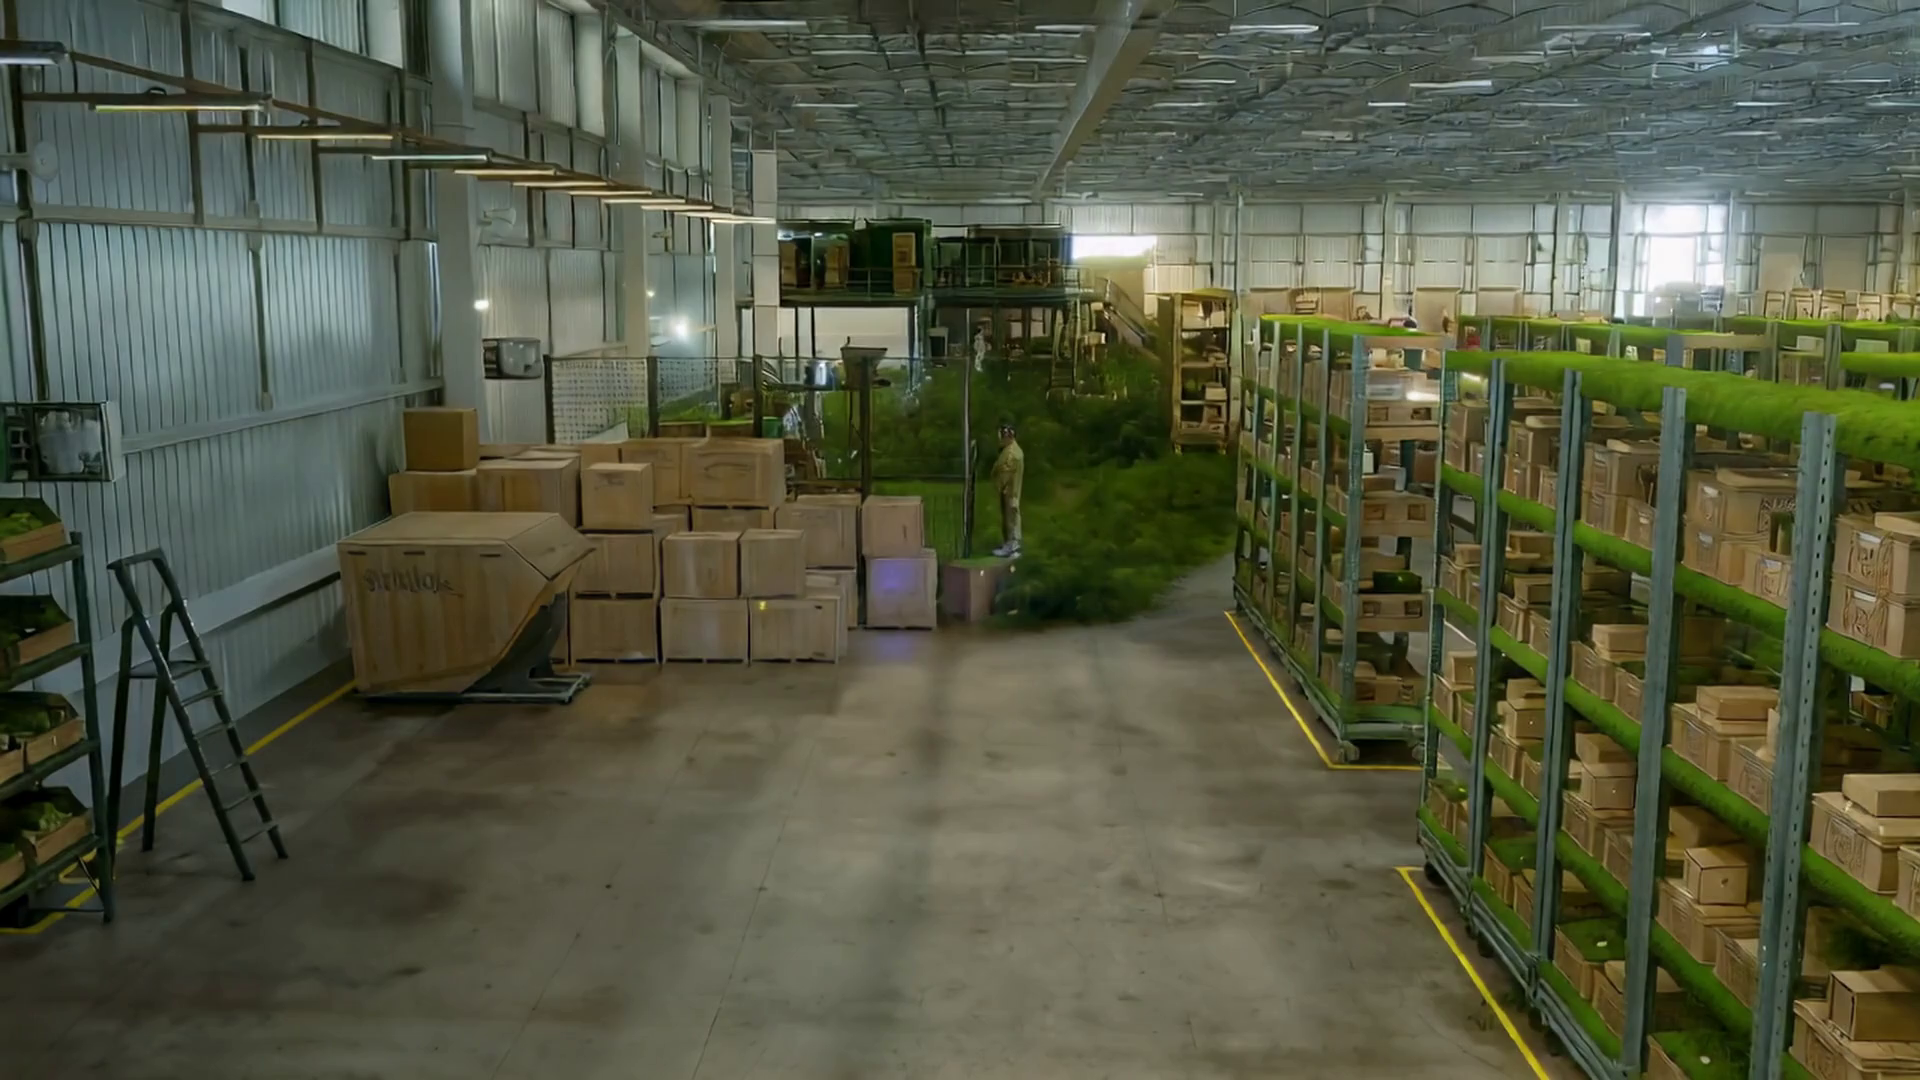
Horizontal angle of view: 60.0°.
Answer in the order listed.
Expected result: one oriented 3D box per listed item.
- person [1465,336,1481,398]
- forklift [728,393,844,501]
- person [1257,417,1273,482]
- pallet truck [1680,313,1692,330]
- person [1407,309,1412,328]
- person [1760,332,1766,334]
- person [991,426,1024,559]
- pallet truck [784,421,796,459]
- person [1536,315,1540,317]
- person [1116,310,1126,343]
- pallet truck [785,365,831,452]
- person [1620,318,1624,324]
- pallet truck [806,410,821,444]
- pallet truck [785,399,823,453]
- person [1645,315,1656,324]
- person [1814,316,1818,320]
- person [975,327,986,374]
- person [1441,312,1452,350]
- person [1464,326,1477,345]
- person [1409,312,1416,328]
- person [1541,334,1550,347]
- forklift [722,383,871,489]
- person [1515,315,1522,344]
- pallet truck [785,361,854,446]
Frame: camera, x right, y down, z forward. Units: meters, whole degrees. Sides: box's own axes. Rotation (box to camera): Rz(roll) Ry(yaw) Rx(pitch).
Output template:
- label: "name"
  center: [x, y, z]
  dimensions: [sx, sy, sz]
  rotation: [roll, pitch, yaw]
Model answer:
- label: "person"
  center: [16.634, -5.631, 54.014]
  dimensions: [1.016, 2.003, 0.615]
  rotation: [8, 12, 42]
- label: "forklift"
  center: [-2.979, -1.316, 26.476]
  dimensions: [2.680, 1.987, 1.157]
  rotation: [0, 9, 1]
- label: "person"
  center: [4.823, -1.019, 26.137]
  dimensions: [0.423, 1.815, 0.598]
  rotation: [6, 11, 34]
- label: "pallet truck"
  center: [36.315, -10.531, 84.244]
  dimensions: [0.823, 1.965, 1.885]
  rotation: [-6, 11, -33]
- label: "person"
  center: [25.610, -12.188, 94.715]
  dimensions: [0.397, 1.919, 0.585]
  rotation: [7, 12, 38]
- label: "person"
  center: [35.340, -8.644, 73.067]
  dimensions: [0.418, 1.855, 0.527]
  rotation: [-6, 11, -31]
- label: "person"
  center: [0.675, -0.689, 23.836]
  dimensions: [0.406, 1.902, 0.639]
  rotation: [-3, 10, -17]
- label: "pallet truck"
  center: [-4.013, -1.793, 32.705]
  dimensions: [1.601, 1.201, 0.680]
  rotation: [0, 9, 1]
- label: "person"
  center: [31.359, -11.357, 90.251]
  dimensions: [0.317, 1.698, 0.540]
  rotation: [4, 10, 22]
- label: "person"
  center: [9.139, -12.160, 94.507]
  dimensions: [0.547, 1.928, 0.385]
  rotation: [0, 9, 3]
- label: "pallet truck"
  center: [-3.774, -2.976, 37.635]
  dimensions: [1.885, 1.965, 0.823]
  rotation: [1, 9, 5]
- label: "person"
  center: [30.882, -9.431, 77.706]
  dimensions: [0.586, 1.918, 0.394]
  rotation: [6, 11, 35]
- label: "pallet truck"
  center: [-3.559, -2.018, 33.905]
  dimensions: [1.522, 1.261, 0.704]
  rotation: [0, 9, -1]
- label: "pallet truck"
  center: [-3.814, -2.432, 36.419]
  dimensions: [1.630, 1.274, 0.653]
  rotation: [0, 9, 1]
- label: "person"
  center: [33.785, -10.039, 81.458]
  dimensions: [0.388, 1.927, 0.642]
  rotation: [-5, 10, -28]
- label: "person"
  center: [42.161, -10.139, 82.228]
  dimensions: [0.976, 1.858, 0.640]
  rotation: [-3, 10, -19]
- label: "person"
  center: [0.817, -7.500, 65.885]
  dimensions: [0.355, 1.887, 0.573]
  rotation: [6, 11, 35]
- label: "person"
  center: [25.145, -10.768, 85.857]
  dimensions: [0.384, 1.949, 0.605]
  rotation: [-2, 10, -14]
- label: "person"
  center: [19.978, -7.423, 65.124]
  dimensions: [0.466, 1.973, 0.654]
  rotation: [-8, 12, -40]
- label: "person"
  center: [23.940, -11.105, 87.963]
  dimensions: [0.375, 1.940, 0.627]
  rotation: [0, 9, 0]
- label: "person"
  center: [25.204, -8.309, 71.366]
  dimensions: [0.516, 1.742, 0.674]
  rotation: [-8, 12, -42]
- label: "forklift"
  center: [-2.893, -1.687, 28.729]
  dimensions: [2.680, 1.987, 1.157]
  rotation: [0, 9, -1]
- label: "person"
  center: [29.322, -10.802, 86.536]
  dimensions: [0.944, 1.795, 0.626]
  rotation: [1, 9, 6]
- label: "pallet truck"
  center: [-3.410, -3.193, 38.978]
  dimensions: [1.885, 1.965, 0.823]
  rotation: [0, 9, -1]
